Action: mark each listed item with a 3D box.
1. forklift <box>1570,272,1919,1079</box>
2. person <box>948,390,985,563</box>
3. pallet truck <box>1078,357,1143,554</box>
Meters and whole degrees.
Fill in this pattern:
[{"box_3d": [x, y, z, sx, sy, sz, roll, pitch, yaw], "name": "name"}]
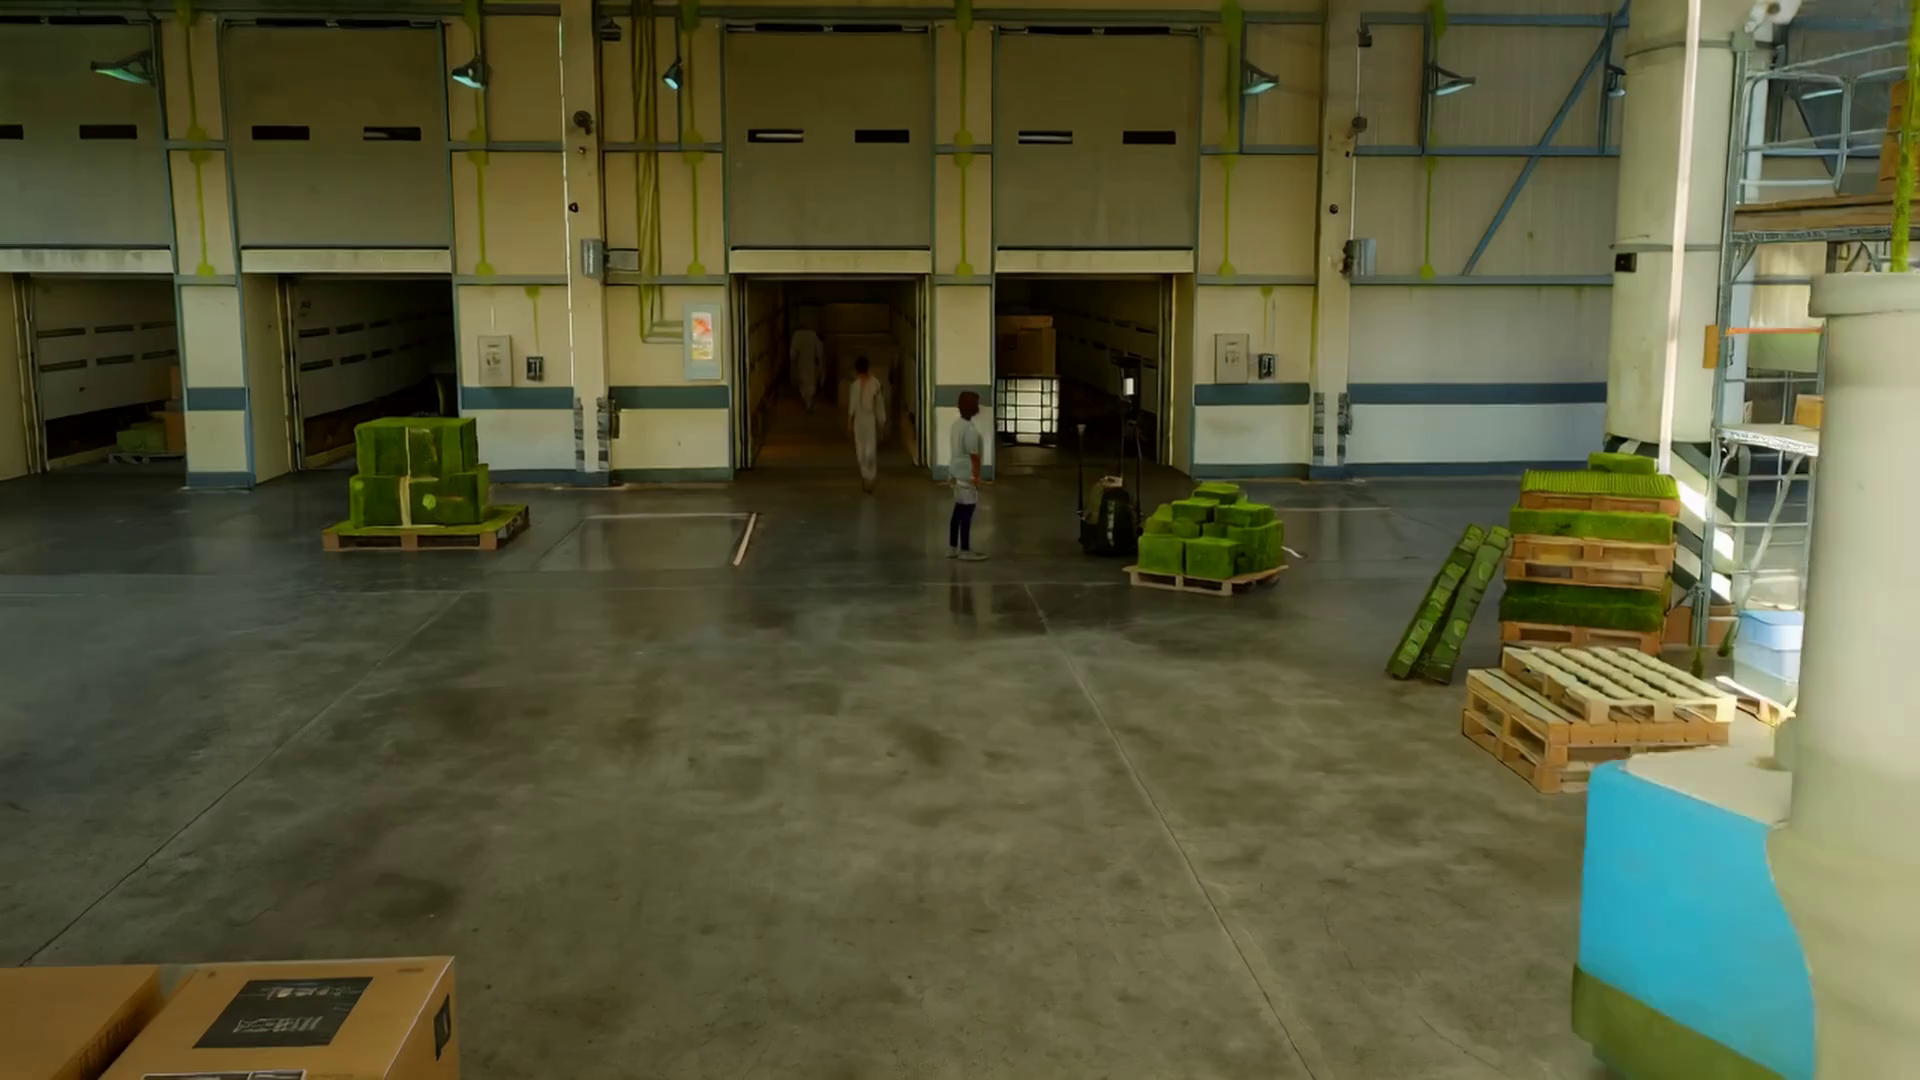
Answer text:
[{"box_3d": [3.038, 0.558, 5.244, 1.129, 2.768, 1.873, -4, 10, -23], "name": "forklift"}, {"box_3d": [0.061, -0.631, 16.407, 0.317, 1.697, 0.540, -3, 10, -21], "name": "person"}, {"box_3d": [2.088, -0.836, 16.757, 1.885, 1.965, 0.823, 2, 9, 13], "name": "pallet truck"}]
